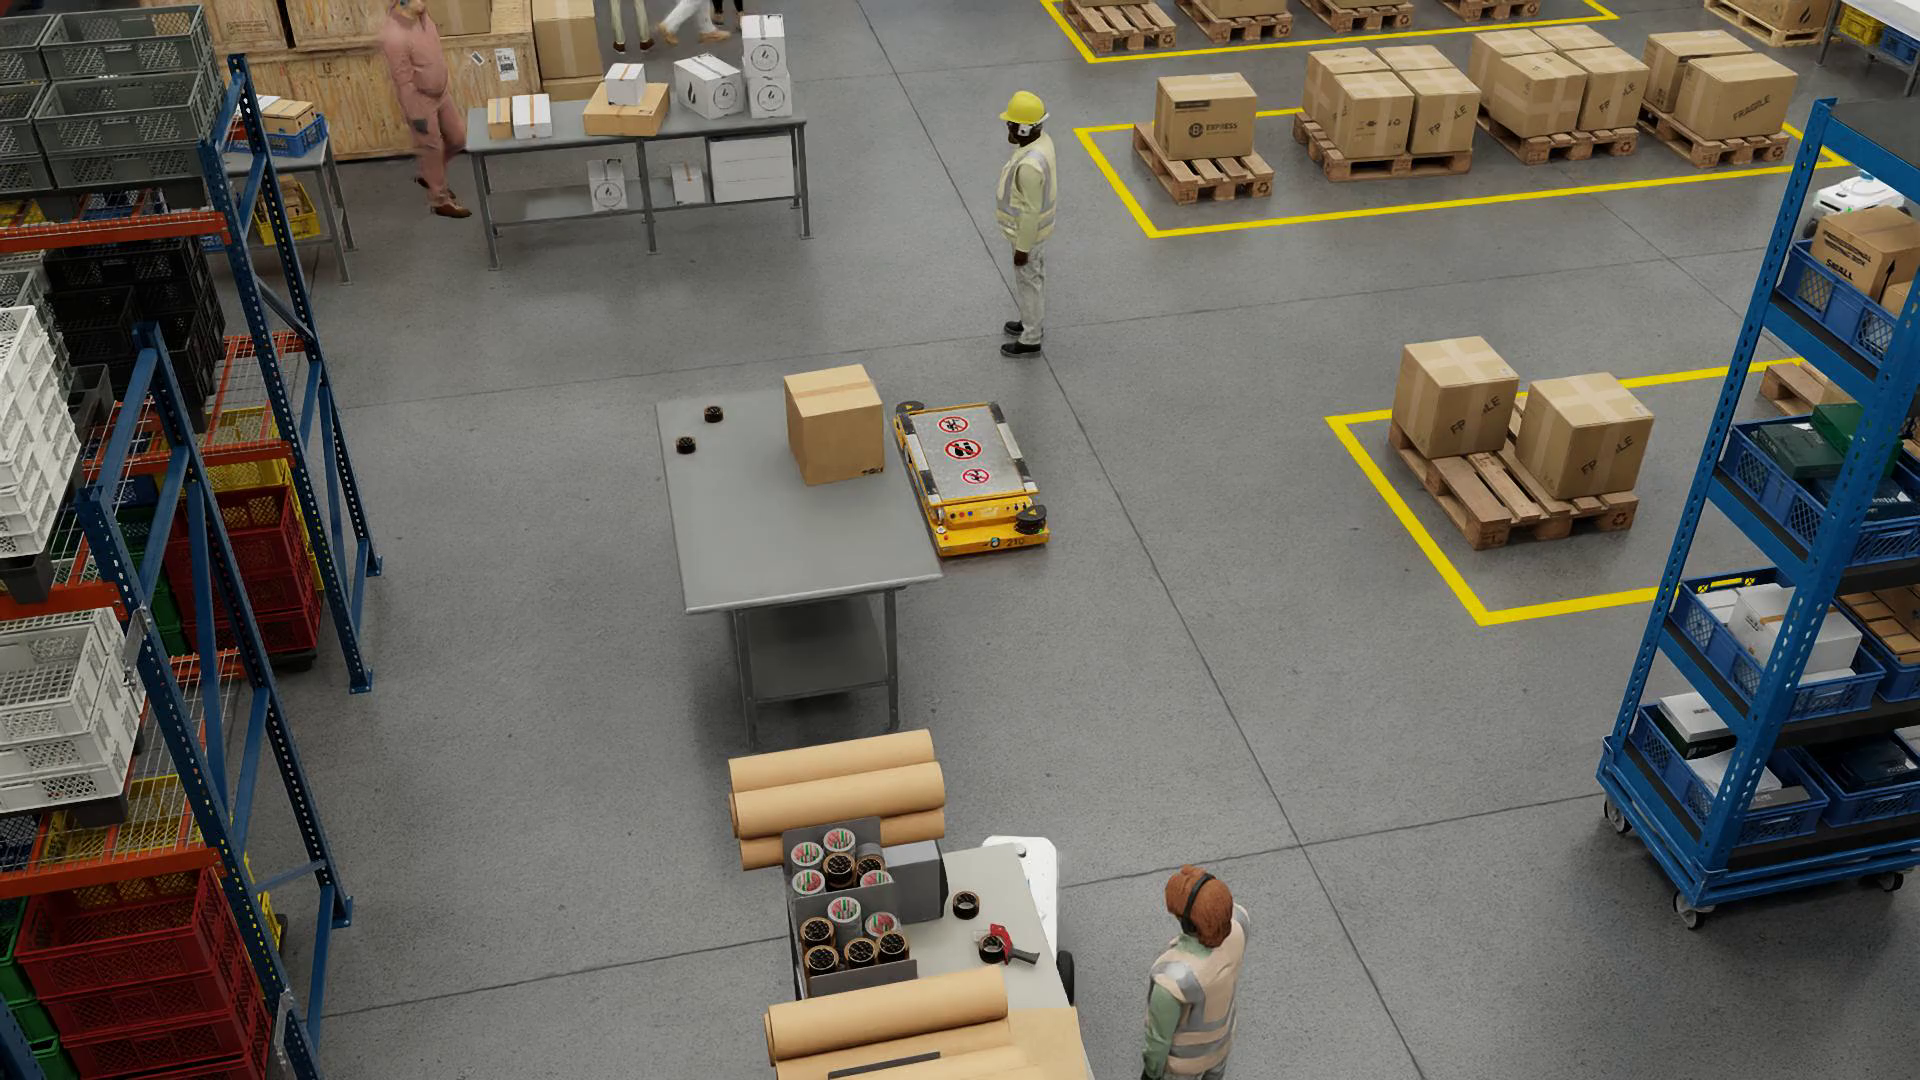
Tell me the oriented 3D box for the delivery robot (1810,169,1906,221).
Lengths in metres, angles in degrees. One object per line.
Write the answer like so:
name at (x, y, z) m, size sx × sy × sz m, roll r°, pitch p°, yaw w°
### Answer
delivery robot at (6.876, -2.599, 12.712) m, size 0.707 × 0.478 × 0.477 m, roll -19°, pitch 41°, yaw -23°

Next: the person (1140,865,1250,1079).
person at (0.828, 1.790, 5.991) m, size 0.312 × 1.631 × 0.514 m, roll 28°, pitch 45°, yaw 32°

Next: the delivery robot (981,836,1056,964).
delivery robot at (0.240, 1.586, 7.088) m, size 0.477 × 0.478 × 0.707 m, roll 2°, pitch 37°, yaw 2°

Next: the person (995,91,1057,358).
person at (0.434, -2.089, 11.039) m, size 0.404 × 1.829 × 0.600 m, roll 5°, pitch 37°, yaw 7°

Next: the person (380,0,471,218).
person at (-4.079, -3.378, 12.721) m, size 0.412 × 1.892 × 0.659 m, roll 7°, pitch 37°, yaw 9°

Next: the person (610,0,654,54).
person at (-3.204, -5.522, 15.621) m, size 0.521 × 1.873 × 0.328 m, roll -5°, pitch 37°, yaw -7°

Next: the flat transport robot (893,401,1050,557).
flat transport robot at (0.046, -0.430, 10.108) m, size 0.652 × 0.197 × 1.431 m, roll -8°, pitch 37°, yaw -10°

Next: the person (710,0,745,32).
person at (-2.375, -5.794, 16.159) m, size 0.632 × 1.669 × 0.318 m, roll 22°, pitch 42°, yaw 26°

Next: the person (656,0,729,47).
person at (-2.594, -5.546, 15.691) m, size 0.678 × 1.825 × 0.644 m, roll -17°, pitch 40°, yaw -21°
